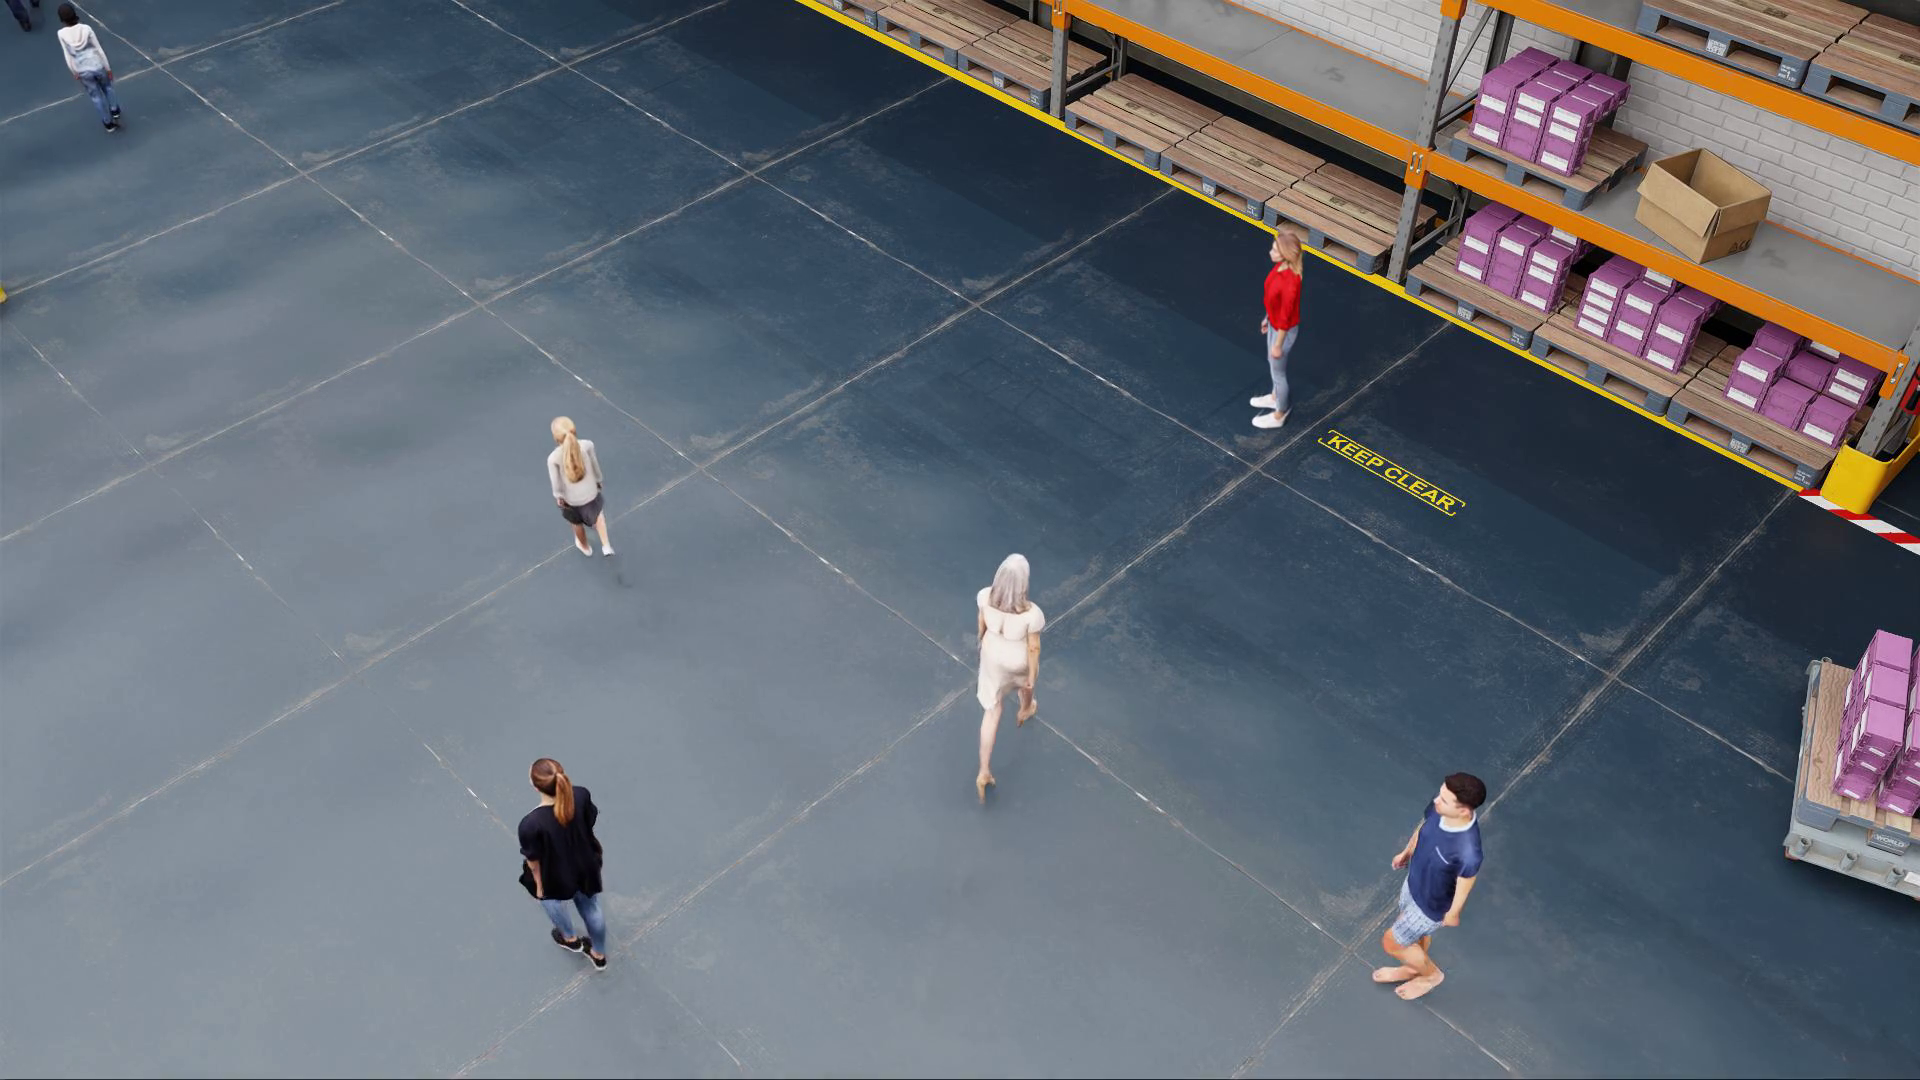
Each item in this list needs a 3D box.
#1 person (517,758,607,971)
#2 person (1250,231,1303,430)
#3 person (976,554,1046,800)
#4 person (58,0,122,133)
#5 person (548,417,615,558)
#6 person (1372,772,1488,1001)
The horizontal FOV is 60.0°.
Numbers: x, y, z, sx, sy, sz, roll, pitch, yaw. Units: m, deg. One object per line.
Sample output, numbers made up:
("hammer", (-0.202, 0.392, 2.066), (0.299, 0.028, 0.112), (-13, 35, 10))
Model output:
("person", (-2.080, 1.818, 8.998), (0.661, 1.671, 0.675), (-31, 52, -28))
("person", (2.422, -1.595, 12.558), (0.748, 1.701, 0.687), (0, 44, 0))
("person", (0.249, 0.825, 10.025), (1.172, 1.692, 0.984), (15, 46, 16))
("person", (-8.344, -4.509, 15.945), (0.611, 1.248, 0.738), (-20, 47, -19))
("person", (-2.622, -0.329, 11.543), (0.602, 1.269, 0.715), (-22, 48, -21))
("person", (2.590, 1.840, 8.854), (0.826, 1.836, 0.767), (0, 44, 0))
